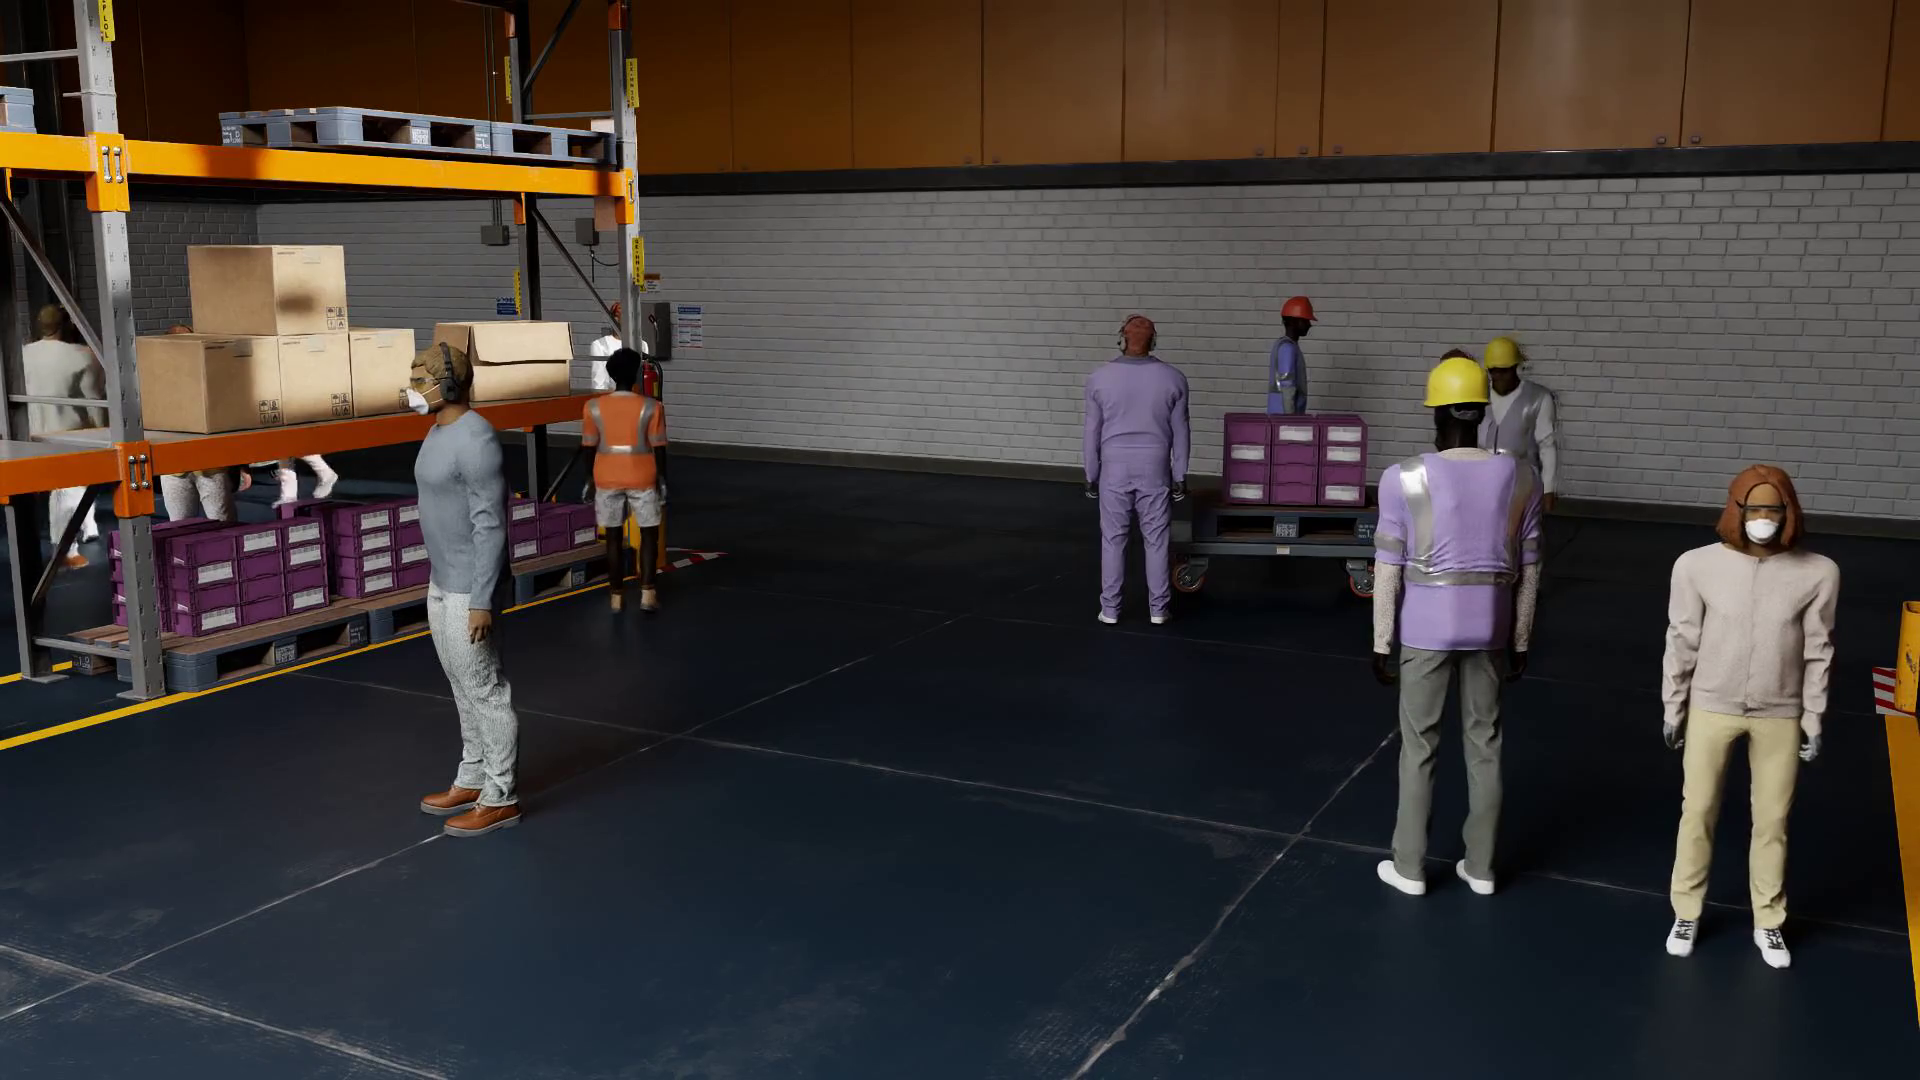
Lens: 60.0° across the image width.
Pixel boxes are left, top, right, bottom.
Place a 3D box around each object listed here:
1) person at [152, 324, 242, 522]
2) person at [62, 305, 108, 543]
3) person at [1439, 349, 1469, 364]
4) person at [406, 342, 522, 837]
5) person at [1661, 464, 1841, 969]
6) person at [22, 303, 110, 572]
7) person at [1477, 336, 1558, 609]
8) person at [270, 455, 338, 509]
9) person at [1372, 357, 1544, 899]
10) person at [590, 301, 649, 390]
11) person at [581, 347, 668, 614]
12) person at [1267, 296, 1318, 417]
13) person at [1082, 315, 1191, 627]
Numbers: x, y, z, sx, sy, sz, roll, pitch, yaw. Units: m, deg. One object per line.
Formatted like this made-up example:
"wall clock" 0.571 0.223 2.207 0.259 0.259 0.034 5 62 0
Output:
"person" -4.884 -0.455 10.617 0.621 1.837 0.429 -1 10 -4
"person" -7.046 -0.932 13.253 0.600 1.881 1.015 -8 12 -37
"person" 3.537 -0.587 12.063 0.846 1.582 0.537 5 11 29
"person" -1.956 0.192 6.561 0.354 1.937 0.635 -6 11 -31
"person" 2.505 0.562 5.326 0.493 1.626 0.286 3 10 18
"person" -6.430 -0.738 11.987 0.643 1.918 0.513 1 10 5
"person" 3.455 -0.398 10.461 0.627 1.781 0.960 7 12 36
"person" -5.976 -1.259 14.838 0.623 1.981 0.561 5 11 28
"person" 1.739 0.317 5.903 0.590 1.919 0.399 0 10 -2
"person" -2.853 -1.073 14.064 0.579 1.879 0.348 -10 14 -44
"person" -2.118 -0.365 10.493 0.575 1.695 0.316 0 10 -1
"person" 2.674 -0.997 13.453 0.374 1.934 0.549 1 10 7
"person" 1.074 -0.415 10.163 0.653 1.906 0.408 1 10 4
